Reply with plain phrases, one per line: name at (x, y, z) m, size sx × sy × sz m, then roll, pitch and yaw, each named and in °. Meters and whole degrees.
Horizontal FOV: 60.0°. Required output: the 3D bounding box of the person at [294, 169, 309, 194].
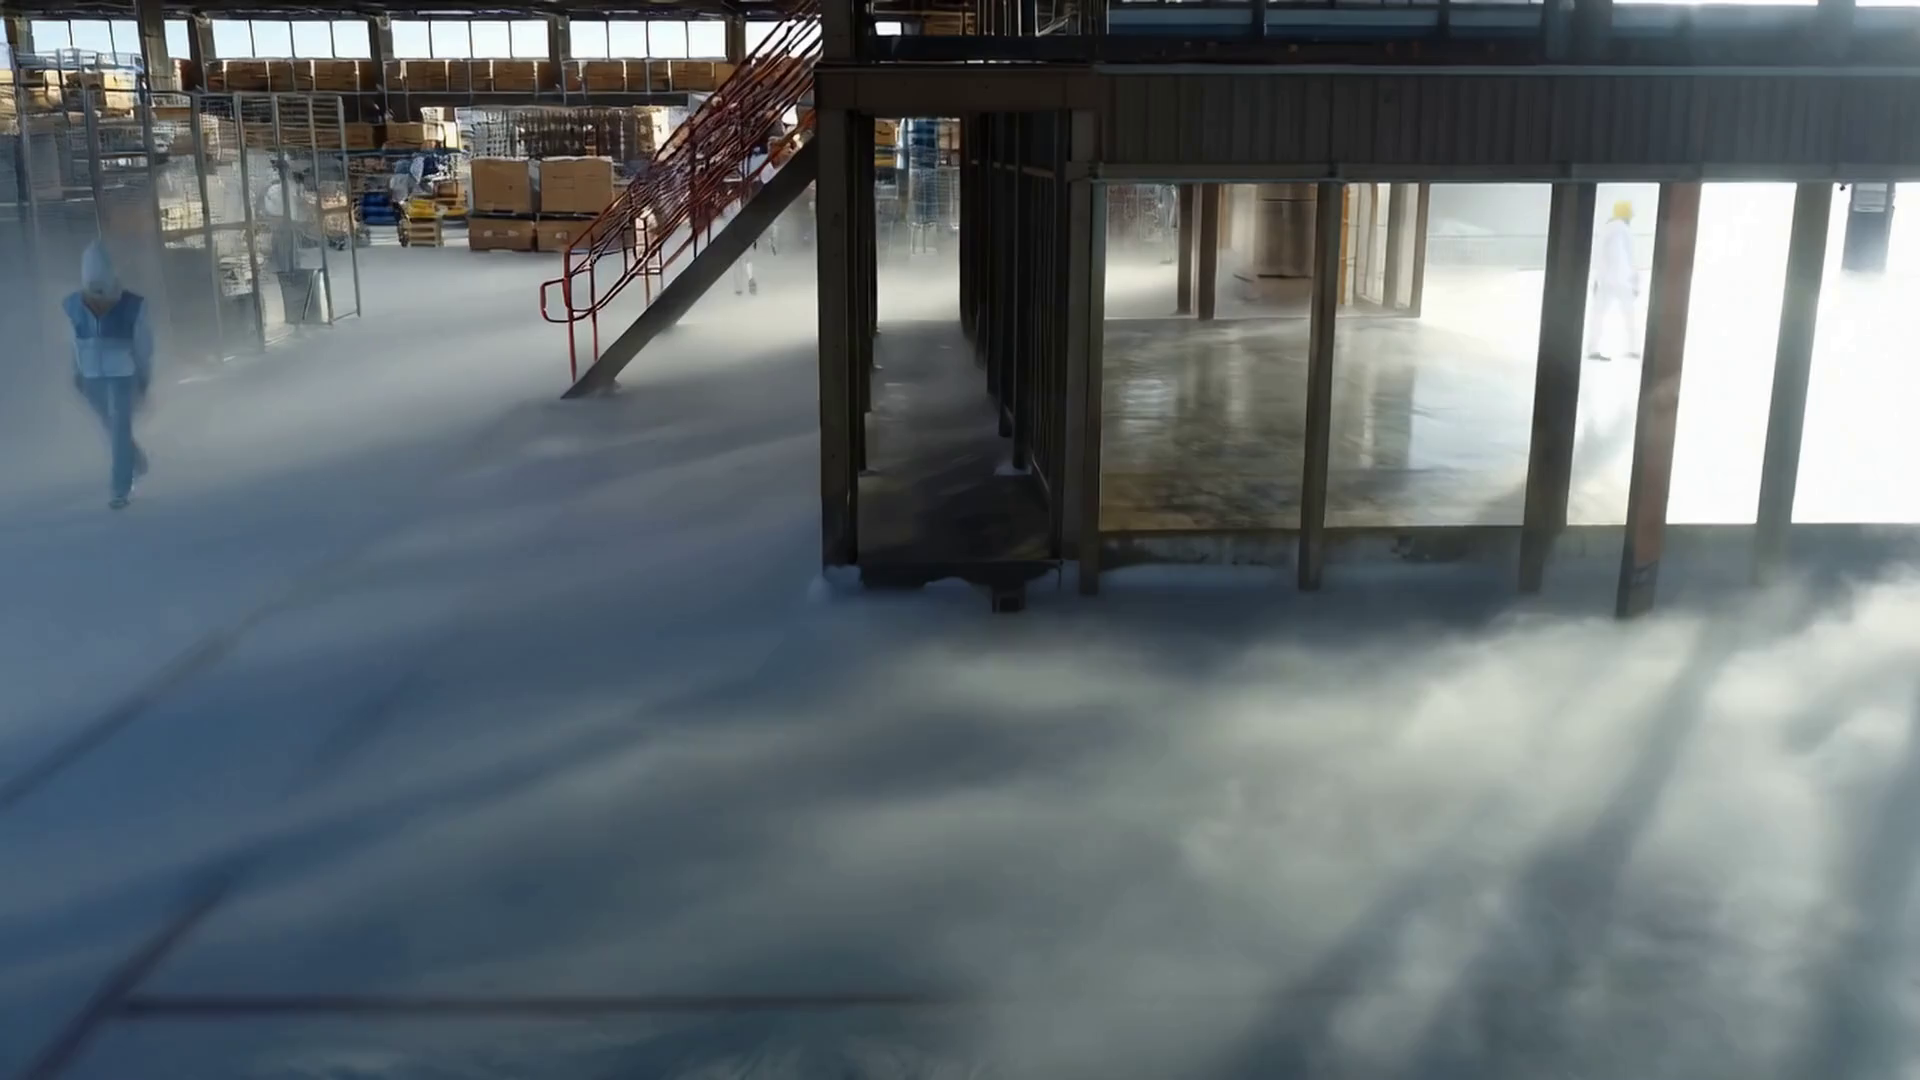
person at (-15.706, -7.960, 39.524) m, size 0.535 × 1.702 × 0.563 m, roll 12°, pitch 19°, yaw 41°

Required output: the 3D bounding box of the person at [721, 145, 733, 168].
person at (-11.237, -18.193, 80.206) m, size 0.610 × 1.814 × 0.486 m, roll 0°, pitch 14°, yaw 0°

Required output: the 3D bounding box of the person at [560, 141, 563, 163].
person at (-21.765, -20.920, 91.044) m, size 0.377 × 1.844 × 0.570 m, roll -3°, pitch 14°, yaw -13°

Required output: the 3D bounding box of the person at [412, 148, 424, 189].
person at (-19.542, -13.159, 59.924) m, size 0.424 × 1.892 × 0.681 m, roll -7°, pitch 16°, yaw -25°

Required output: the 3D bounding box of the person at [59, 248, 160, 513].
person at (-6.205, -1.199, 12.165) m, size 0.609 × 1.880 × 0.991 m, roll -3°, pitch 14°, yaw -10°

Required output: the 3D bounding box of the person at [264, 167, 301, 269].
person at (-12.898, -6.122, 31.709) m, size 0.618 × 1.953 × 1.011 m, roll -11°, pitch 18°, yaw -36°

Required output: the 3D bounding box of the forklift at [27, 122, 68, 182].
forklift at (-35.376, -14.773, 64.377) m, size 1.129 × 2.768 × 1.873 m, roll -1°, pitch 14°, yaw -2°

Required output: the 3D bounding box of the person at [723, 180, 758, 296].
person at (-3.507, -4.833, 26.707) m, size 0.588 × 1.866 × 0.612 m, roll -5°, pitch 15°, yaw -20°

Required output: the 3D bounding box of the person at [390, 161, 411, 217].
person at (-14.571, -8.895, 43.084) m, size 0.591 × 1.800 × 0.797 m, roll 10°, pitch 17°, yaw 35°

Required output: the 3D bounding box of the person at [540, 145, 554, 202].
person at (-14.274, -12.627, 57.504) m, size 0.389 × 2.039 × 0.613 m, roll -2°, pitch 14°, yaw -9°

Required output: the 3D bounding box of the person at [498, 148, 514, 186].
person at (-15.448, -12.351, 56.630) m, size 0.542 × 1.928 × 0.374 m, roll 1°, pitch 14°, yaw 4°
